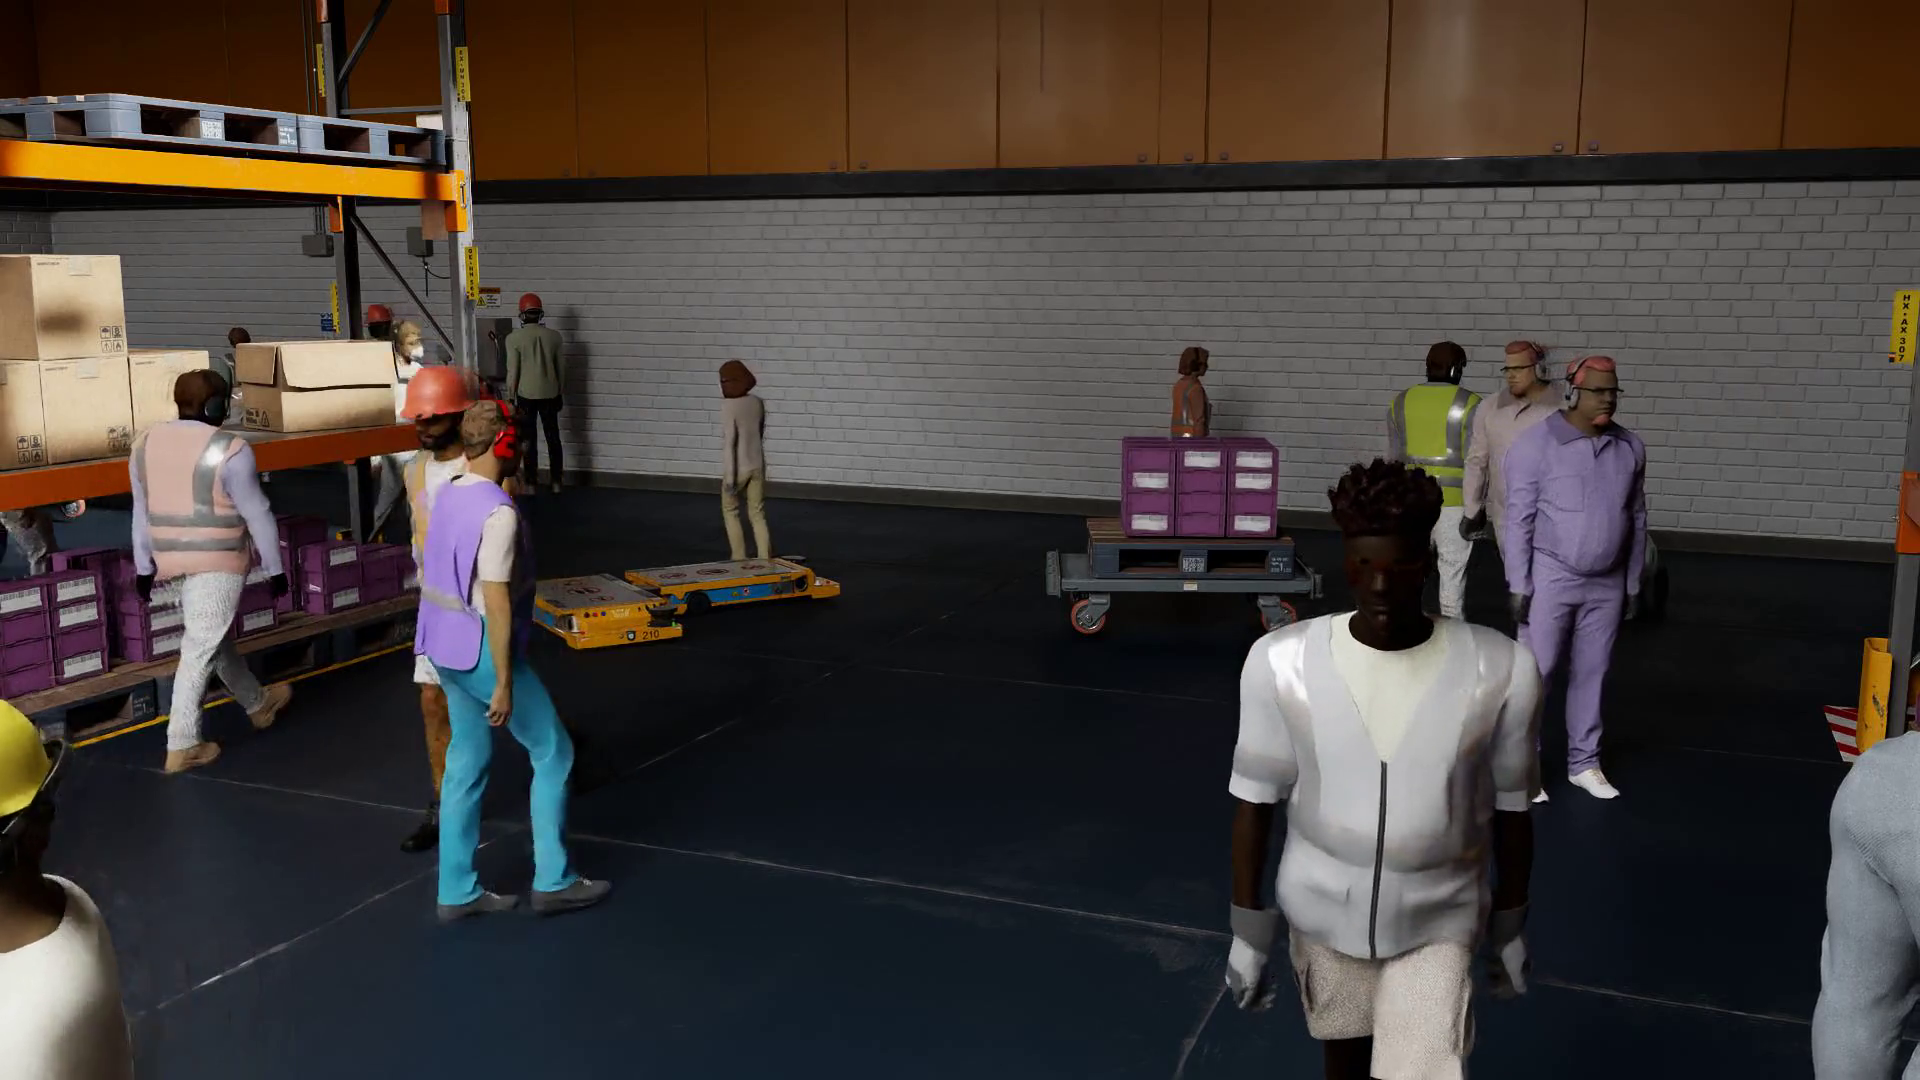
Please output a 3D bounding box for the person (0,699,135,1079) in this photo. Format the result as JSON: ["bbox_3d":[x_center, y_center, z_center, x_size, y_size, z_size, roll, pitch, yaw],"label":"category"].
[{"bbox_3d":[-1.229,1.038,2.207,0.369,1.745,0.539,-5,11,-29],"label":"person"}]

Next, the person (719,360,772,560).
[{"bbox_3d":[-1.542,-0.489,11.923,0.582,1.597,0.503,8,13,41],"label":"person"}]

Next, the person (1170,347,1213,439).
[{"bbox_3d":[1.807,-0.697,13.086,0.310,1.636,0.523,-2,10,-12],"label":"person"}]

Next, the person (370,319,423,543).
[{"bbox_3d":[-3.866,-0.614,11.808,0.987,1.878,0.758,1,9,4],"label":"person"}]

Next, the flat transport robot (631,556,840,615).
[{"bbox_3d":[-1.589,0.298,11.187,1.431,0.197,0.652,-6,11,-31],"label":"flat transport robot"}]

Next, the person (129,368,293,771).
[{"bbox_3d":[-3.423,0.105,7.741,0.658,1.791,0.953,3,10,20],"label":"person"}]

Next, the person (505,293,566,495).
[{"bbox_3d":[-4.224,-1.448,16.549,0.608,1.996,0.382,-7,12,-36],"label":"person"}]

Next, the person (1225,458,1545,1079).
[{"bbox_3d":[0.870,0.761,3.457,0.613,1.901,1.060,3,10,19],"label":"person"}]

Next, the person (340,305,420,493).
[{"bbox_3d":[-5.621,-1.334,16.189,0.982,1.883,0.564,3,10,19],"label":"person"}]

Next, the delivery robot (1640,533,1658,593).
[{"bbox_3d":[4.537,0.089,11.312,0.477,0.478,0.707,3,10,18],"label":"delivery robot"}]

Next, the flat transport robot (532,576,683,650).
[{"bbox_3d":[-2.319,0.425,10.417,0.652,0.197,1.431,-6,11,-31],"label":"flat transport robot"}]

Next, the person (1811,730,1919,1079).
[{"bbox_3d":[1.524,0.931,2.308,0.635,1.939,0.362,8,12,40],"label":"person"}]

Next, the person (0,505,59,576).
[{"bbox_3d":[-5.463,-0.256,9.611,0.644,1.900,0.877,3,10,20],"label":"person"}]

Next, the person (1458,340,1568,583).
[{"bbox_3d":[2.992,-0.124,8.893,0.781,1.873,0.654,-7,12,-38],"label":"person"}]

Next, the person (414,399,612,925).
[{"bbox_3d":[-1.568,0.417,5.804,0.698,1.811,0.565,-8,12,-40],"label":"person"}]

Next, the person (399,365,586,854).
[{"bbox_3d":[-1.877,0.242,6.622,0.546,1.909,0.793,5,11,29],"label":"person"}]

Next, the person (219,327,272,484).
[{"bbox_3d":[-7.376,-1.372,17.175,0.311,1.636,0.521,8,12,38],"label":"person"}]

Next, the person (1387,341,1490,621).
[{"bbox_3d":[2.781,-0.225,9.629,0.429,1.838,0.621,-9,13,-43],"label":"person"}]

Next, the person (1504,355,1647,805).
[{"bbox_3d":[2.613,0.173,7.039,0.647,1.901,0.400,-2,10,-12],"label":"person"}]
